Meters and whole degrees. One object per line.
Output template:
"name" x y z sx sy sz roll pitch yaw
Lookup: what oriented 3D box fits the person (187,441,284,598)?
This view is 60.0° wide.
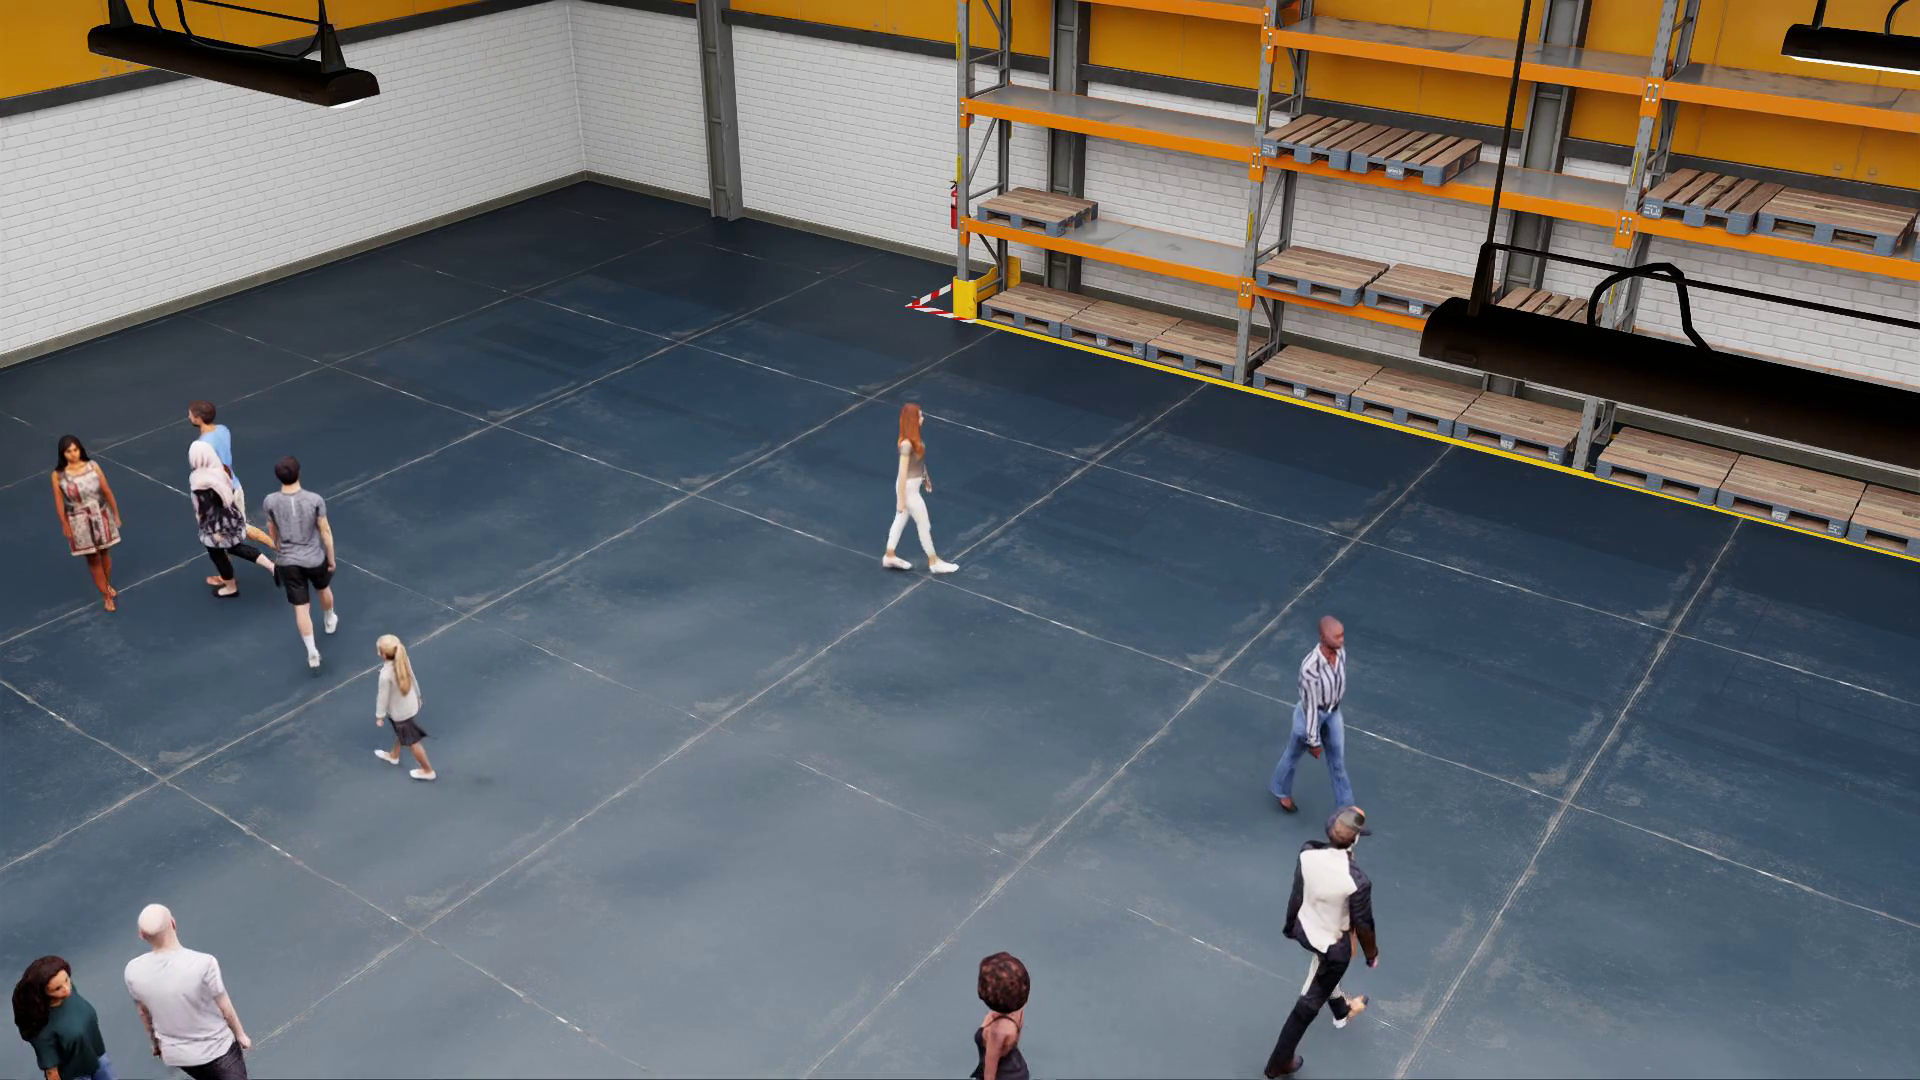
"person" -6.520 -0.153 14.892 1.053 1.610 0.921 3 29 6

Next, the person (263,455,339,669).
"person" -5.551 0.210 13.986 1.097 1.841 1.241 -9 30 -15

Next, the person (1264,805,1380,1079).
"person" 2.124 2.434 9.905 1.059 1.845 1.236 -18 33 -30

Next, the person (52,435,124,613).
"person" -7.873 -0.217 14.988 0.732 1.631 0.863 -24 37 -36

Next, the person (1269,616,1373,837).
"person" 2.503 1.300 12.080 0.814 1.751 1.162 -24 37 -36

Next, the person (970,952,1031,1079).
"person" 0.306 2.981 8.984 1.079 1.765 0.756 9 30 16

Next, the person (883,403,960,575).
"person" -0.550 -0.462 15.362 1.080 1.703 0.918 2 29 5

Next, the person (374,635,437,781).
"person" -4.181 1.289 12.619 0.864 1.255 0.689 7 29 13

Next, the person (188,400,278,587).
"person" -6.617 -0.410 15.119 1.136 1.843 0.988 0 29 0

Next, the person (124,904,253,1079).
"person" -4.241 2.856 9.174 1.106 1.802 1.084 4 29 7

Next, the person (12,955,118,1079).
"person" -4.966 2.950 9.206 0.995 1.608 0.885 -1 29 -2
